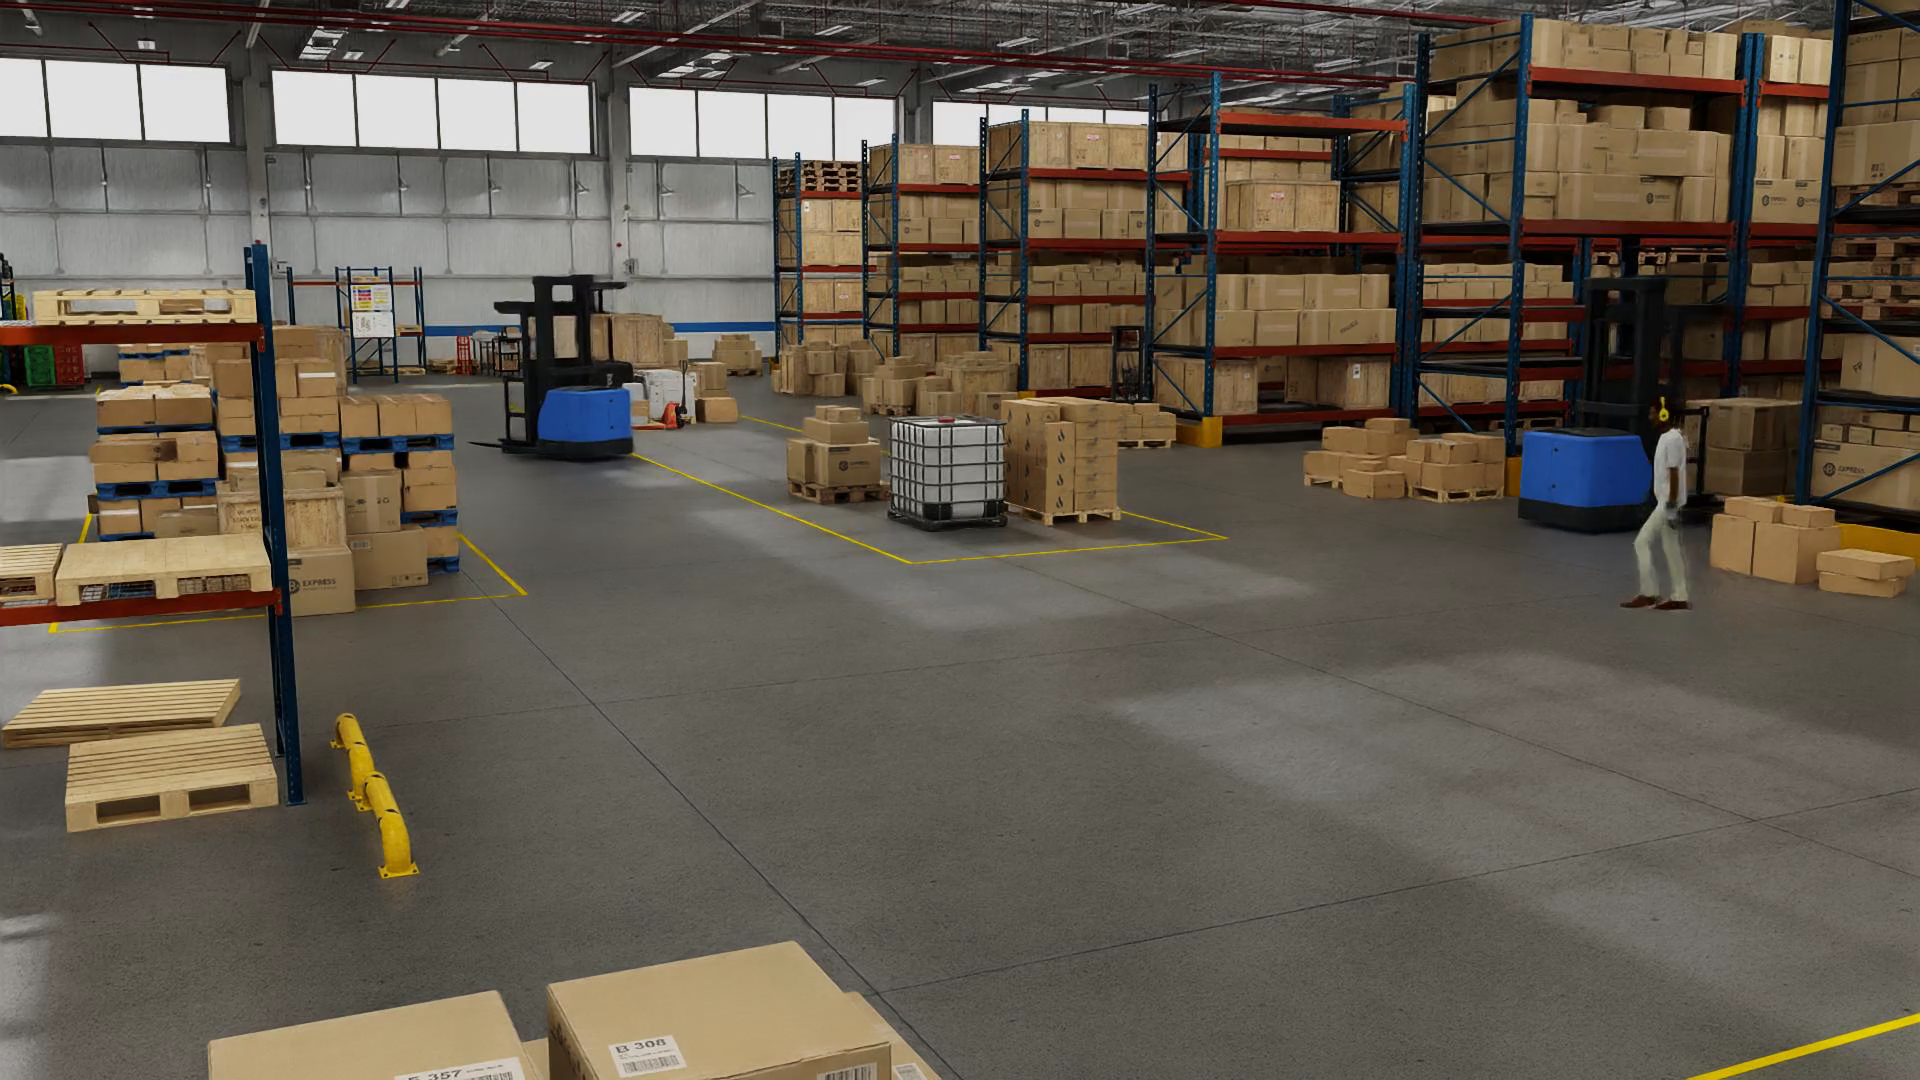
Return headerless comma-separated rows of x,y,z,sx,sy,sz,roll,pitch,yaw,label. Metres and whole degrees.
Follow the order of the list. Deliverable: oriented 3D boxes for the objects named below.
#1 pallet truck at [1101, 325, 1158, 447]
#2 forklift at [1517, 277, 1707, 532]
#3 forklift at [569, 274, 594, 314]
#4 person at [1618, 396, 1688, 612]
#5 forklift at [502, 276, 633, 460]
2.881,-2.596,27.923,0.823,1.965,1.885,-1,9,-7,pallet truck
7.437,-1.574,18.854,1.873,2.768,1.129,-4,10,-25,forklift
-9.708,-5.445,42.867,1.873,2.768,1.129,1,9,4,forklift
5.933,-0.300,14.173,0.701,1.836,0.529,4,10,24,person
-6.146,-2.716,25.938,1.873,2.768,1.129,7,11,35,forklift
